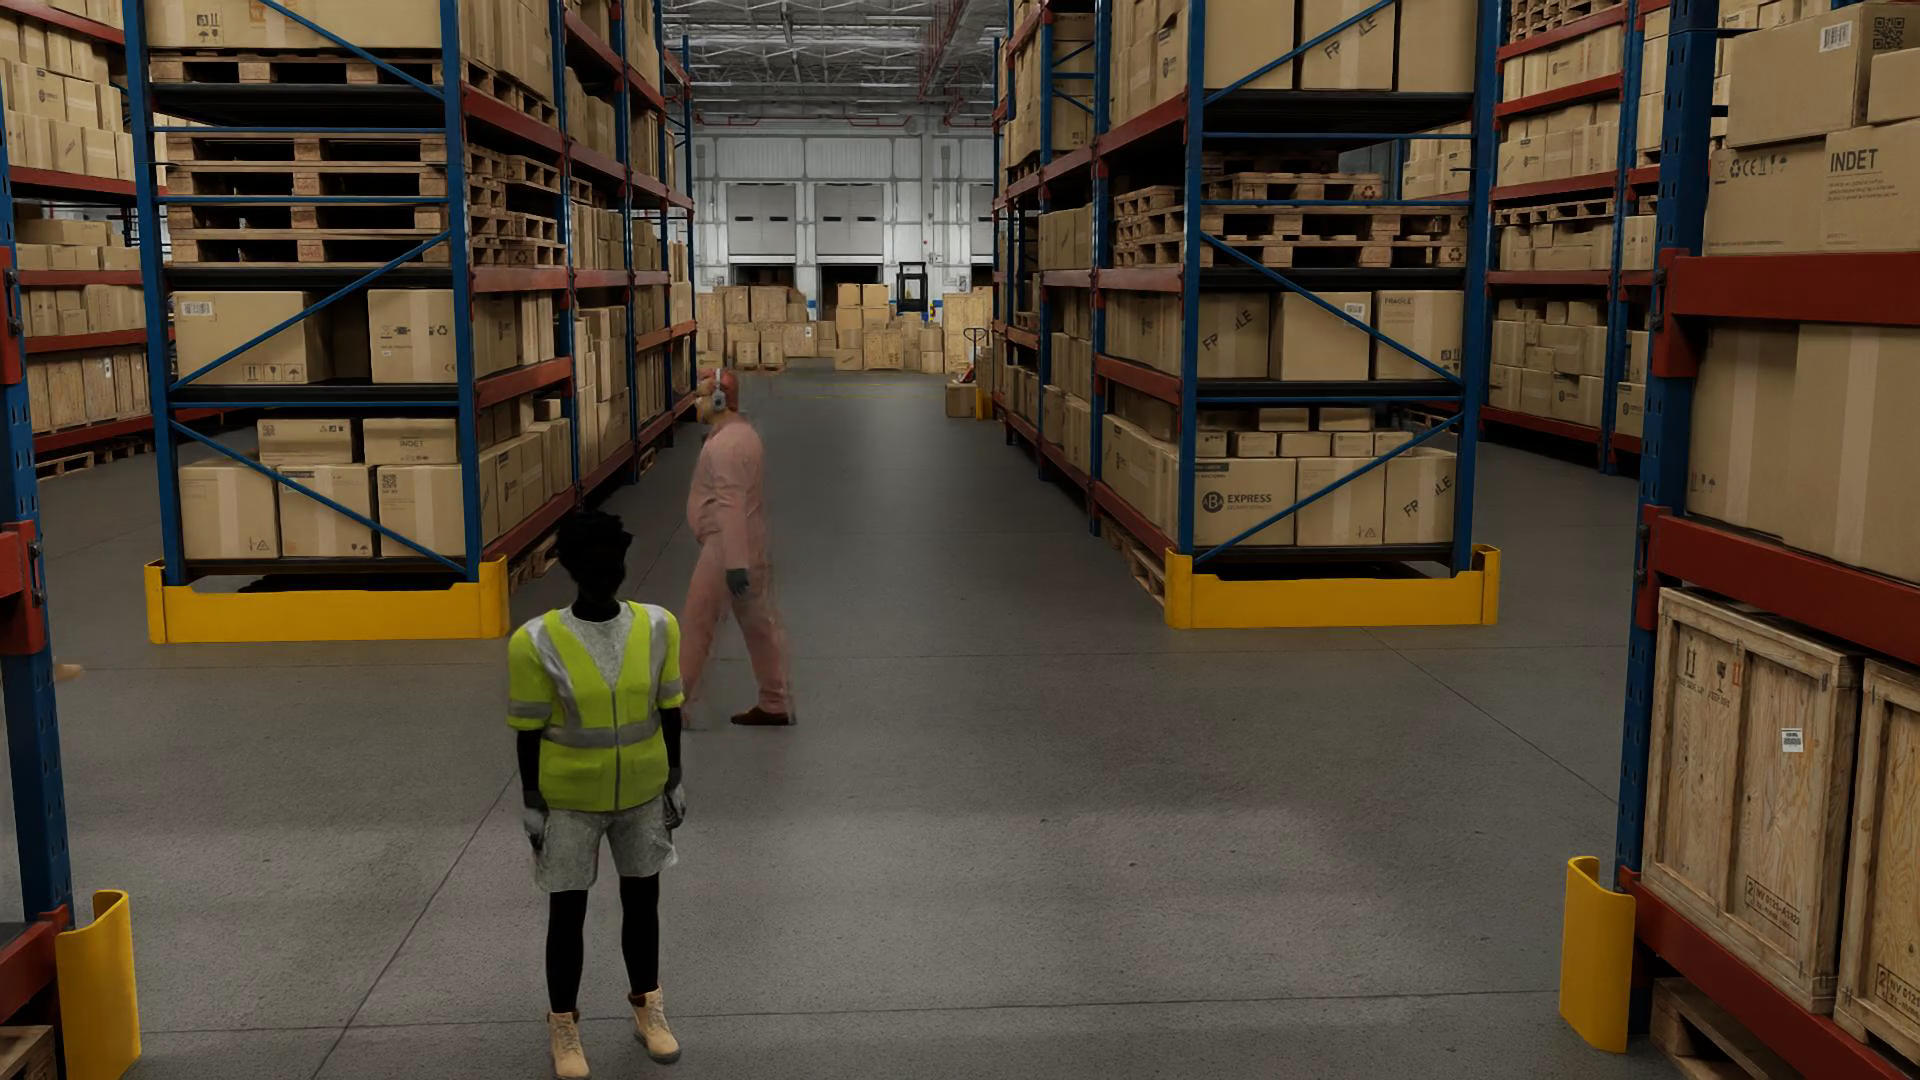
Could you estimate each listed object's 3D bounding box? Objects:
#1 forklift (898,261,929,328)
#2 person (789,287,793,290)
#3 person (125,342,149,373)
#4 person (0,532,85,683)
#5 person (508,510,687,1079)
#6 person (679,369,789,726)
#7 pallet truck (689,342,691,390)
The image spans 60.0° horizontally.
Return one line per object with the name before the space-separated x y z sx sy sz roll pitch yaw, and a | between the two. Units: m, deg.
forklift | -1.628 -8.197 57.300 1.129 2.768 1.873 -1 9 -4
person | -5.957 -7.930 58.574 0.549 1.936 0.377 -4 10 -23
person | -17.723 -4.326 35.858 0.603 1.966 0.368 1 9 5
person | -5.400 -0.064 9.551 0.783 1.815 0.661 -2 9 -14
person | -1.049 0.744 4.888 0.530 1.690 0.318 -5 10 -29
person | -1.323 0.058 8.597 0.918 1.870 0.678 1 9 3
pallet truck | -5.225 -3.008 27.480 1.885 1.965 0.823 2 9 14
